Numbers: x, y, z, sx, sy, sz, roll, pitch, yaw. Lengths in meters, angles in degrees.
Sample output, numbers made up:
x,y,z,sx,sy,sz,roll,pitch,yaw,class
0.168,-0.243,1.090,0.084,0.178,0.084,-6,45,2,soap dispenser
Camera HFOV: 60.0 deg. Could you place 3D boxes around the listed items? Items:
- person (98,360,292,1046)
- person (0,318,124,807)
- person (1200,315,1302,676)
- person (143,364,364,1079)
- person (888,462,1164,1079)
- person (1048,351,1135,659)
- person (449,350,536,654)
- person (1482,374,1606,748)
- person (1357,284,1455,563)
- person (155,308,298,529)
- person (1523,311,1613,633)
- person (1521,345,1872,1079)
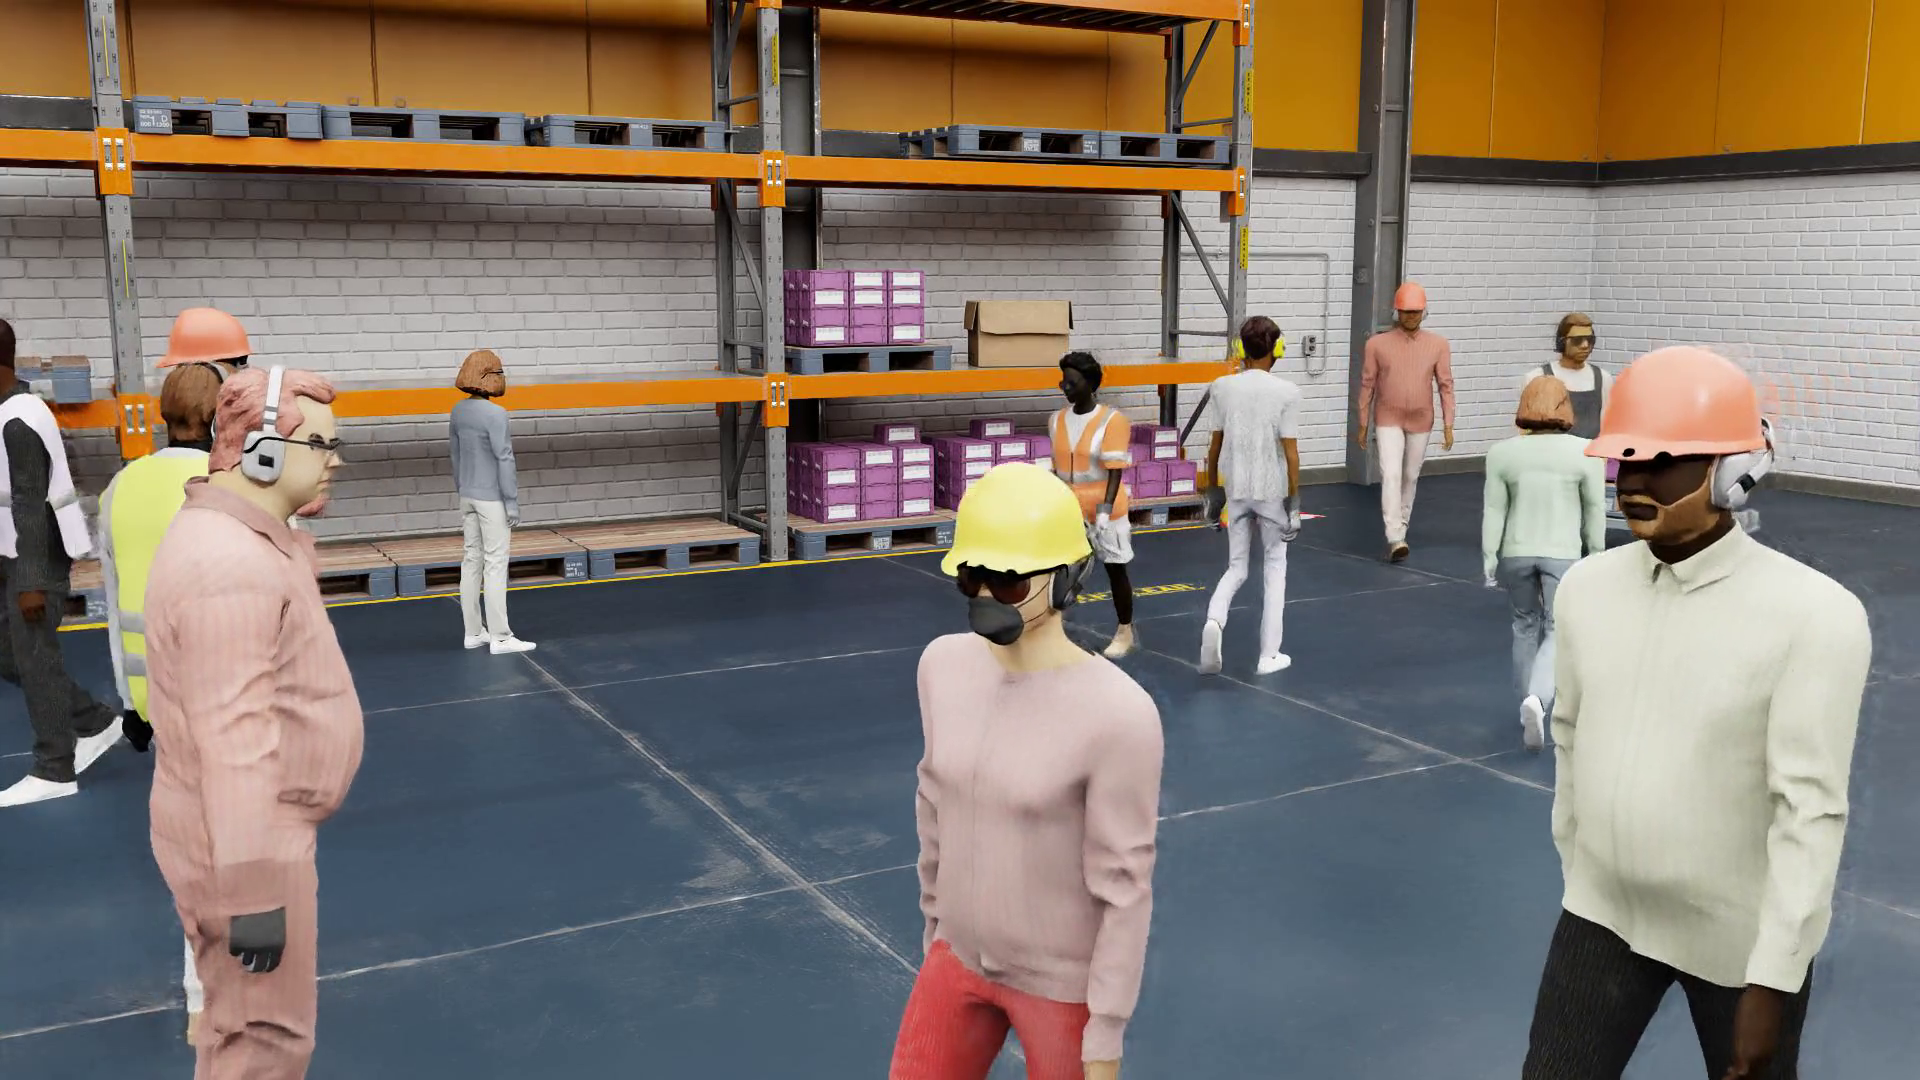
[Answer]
x,y,z,sx,sy,sz,roll,pitch,yaw,class
-1.966,0.429,4.548,0.647,1.824,0.604,6,11,33,person
-3.579,0.080,6.400,0.448,1.900,0.634,-7,11,-35,person
1.449,-0.204,8.324,0.536,1.840,0.697,6,11,32,person
-1.393,0.598,3.322,0.400,1.888,0.664,-4,10,-25,person
0.092,0.739,2.806,0.537,1.751,0.430,8,12,40,person
0.634,-0.150,8.600,0.535,1.633,0.912,7,12,38,person
-2.542,-0.204,8.959,0.497,1.633,0.283,8,12,40,person
2.531,0.082,7.283,0.511,1.609,0.718,6,11,31,person
3.157,-0.812,11.698,0.651,1.942,0.994,1,9,4,person
-2.532,0.164,5.798,0.551,1.932,0.367,8,12,40,person
3.394,-0.378,9.423,0.509,1.831,0.627,-1,9,-4,person
1.251,0.637,2.892,1.025,1.949,0.607,-6,11,-34,person
